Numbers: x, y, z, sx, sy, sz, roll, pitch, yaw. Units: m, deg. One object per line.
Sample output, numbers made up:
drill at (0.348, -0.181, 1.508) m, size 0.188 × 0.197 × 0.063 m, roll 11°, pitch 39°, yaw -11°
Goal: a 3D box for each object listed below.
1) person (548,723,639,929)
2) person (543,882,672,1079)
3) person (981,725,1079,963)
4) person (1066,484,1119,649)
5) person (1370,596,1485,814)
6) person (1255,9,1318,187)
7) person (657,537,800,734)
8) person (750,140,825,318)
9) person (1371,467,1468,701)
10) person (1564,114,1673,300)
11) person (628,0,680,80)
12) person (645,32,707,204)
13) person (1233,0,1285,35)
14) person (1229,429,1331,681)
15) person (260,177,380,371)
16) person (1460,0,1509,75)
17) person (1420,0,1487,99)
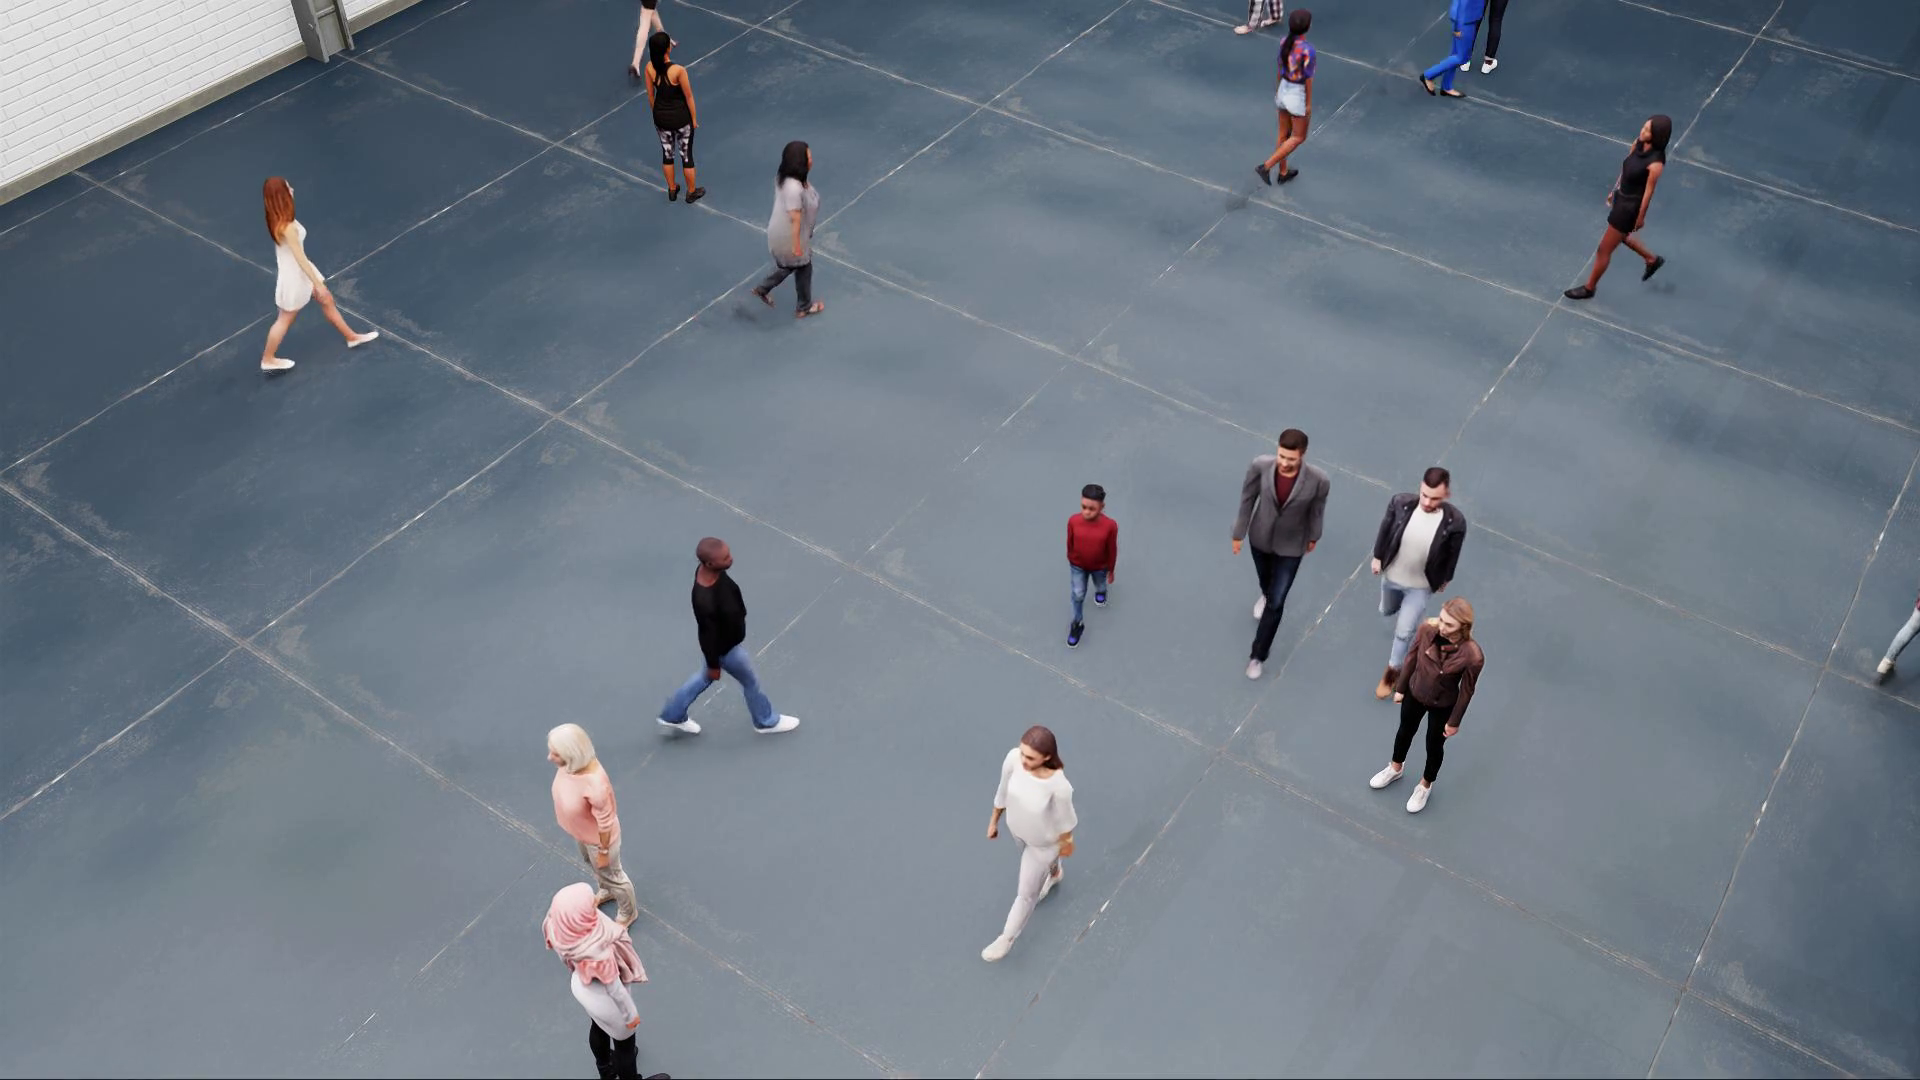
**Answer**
person at (-2.033, 1.586, 9.244) m, size 0.608 × 1.725 × 0.655 m, roll -30°, pitch 51°, yaw -27°
person at (-1.813, 2.300, 8.437) m, size 0.657 × 1.804 × 0.631 m, roll 33°, pitch 52°, yaw 30°
person at (0.471, 1.566, 9.323) m, size 0.707 × 1.645 × 1.078 m, roll 32°, pitch 52°, yaw 29°
person at (0.897, 0.096, 11.159) m, size 0.690 × 1.240 × 0.895 m, roll 9°, pitch 44°, yaw 9°
person at (2.822, 0.952, 9.924) m, size 0.566 × 1.704 × 0.640 m, roll -34°, pitch 53°, yaw -30°
person at (2.952, -3.953, 15.053) m, size 0.927 × 1.732 × 0.769 m, roll -25°, pitch 49°, yaw -24°
person at (-1.556, 0.634, 10.251) m, size 1.133 × 1.715 × 1.120 m, roll -4°, pitch 44°, yaw -4°
person at (-1.458, -2.515, 13.655) m, size 0.990 × 1.578 × 0.905 m, roll -11°, pitch 45°, yaw -11°
person at (2.919, 0.176, 10.665) m, size 0.726 × 1.807 × 1.053 m, roll 18°, pitch 46°, yaw 18°
person at (5.626, -2.748, 13.797) m, size 1.048 × 1.719 × 1.085 m, roll -1°, pitch 44°, yaw -1°
person at (-3.201, -5.461, 16.618) m, size 0.702 × 1.755 × 1.157 m, roll 20°, pitch 47°, yaw 20°
person at (-2.584, -3.806, 14.951) m, size 0.639 × 1.660 × 0.618 m, roll 11°, pitch 45°, yaw 11°
person at (3.345, -6.230, 17.372) m, size 1.024 × 1.831 × 0.916 m, roll -14°, pitch 45°, yaw -14°
person at (2.089, -0.046, 10.890) m, size 0.858 × 1.817 × 1.240 m, roll 18°, pitch 46°, yaw 18°
person at (-5.323, -2.044, 13.102) m, size 1.241 × 1.660 × 0.918 m, roll -22°, pitch 48°, yaw -21°
person at (5.345, -5.572, 16.691) m, size 0.766 × 1.818 × 0.666 m, roll 16°, pitch 46°, yaw 16°
person at (4.840, -5.108, 16.295) m, size 0.818 × 1.691 × 0.771 m, roll 9°, pitch 44°, yaw 10°
